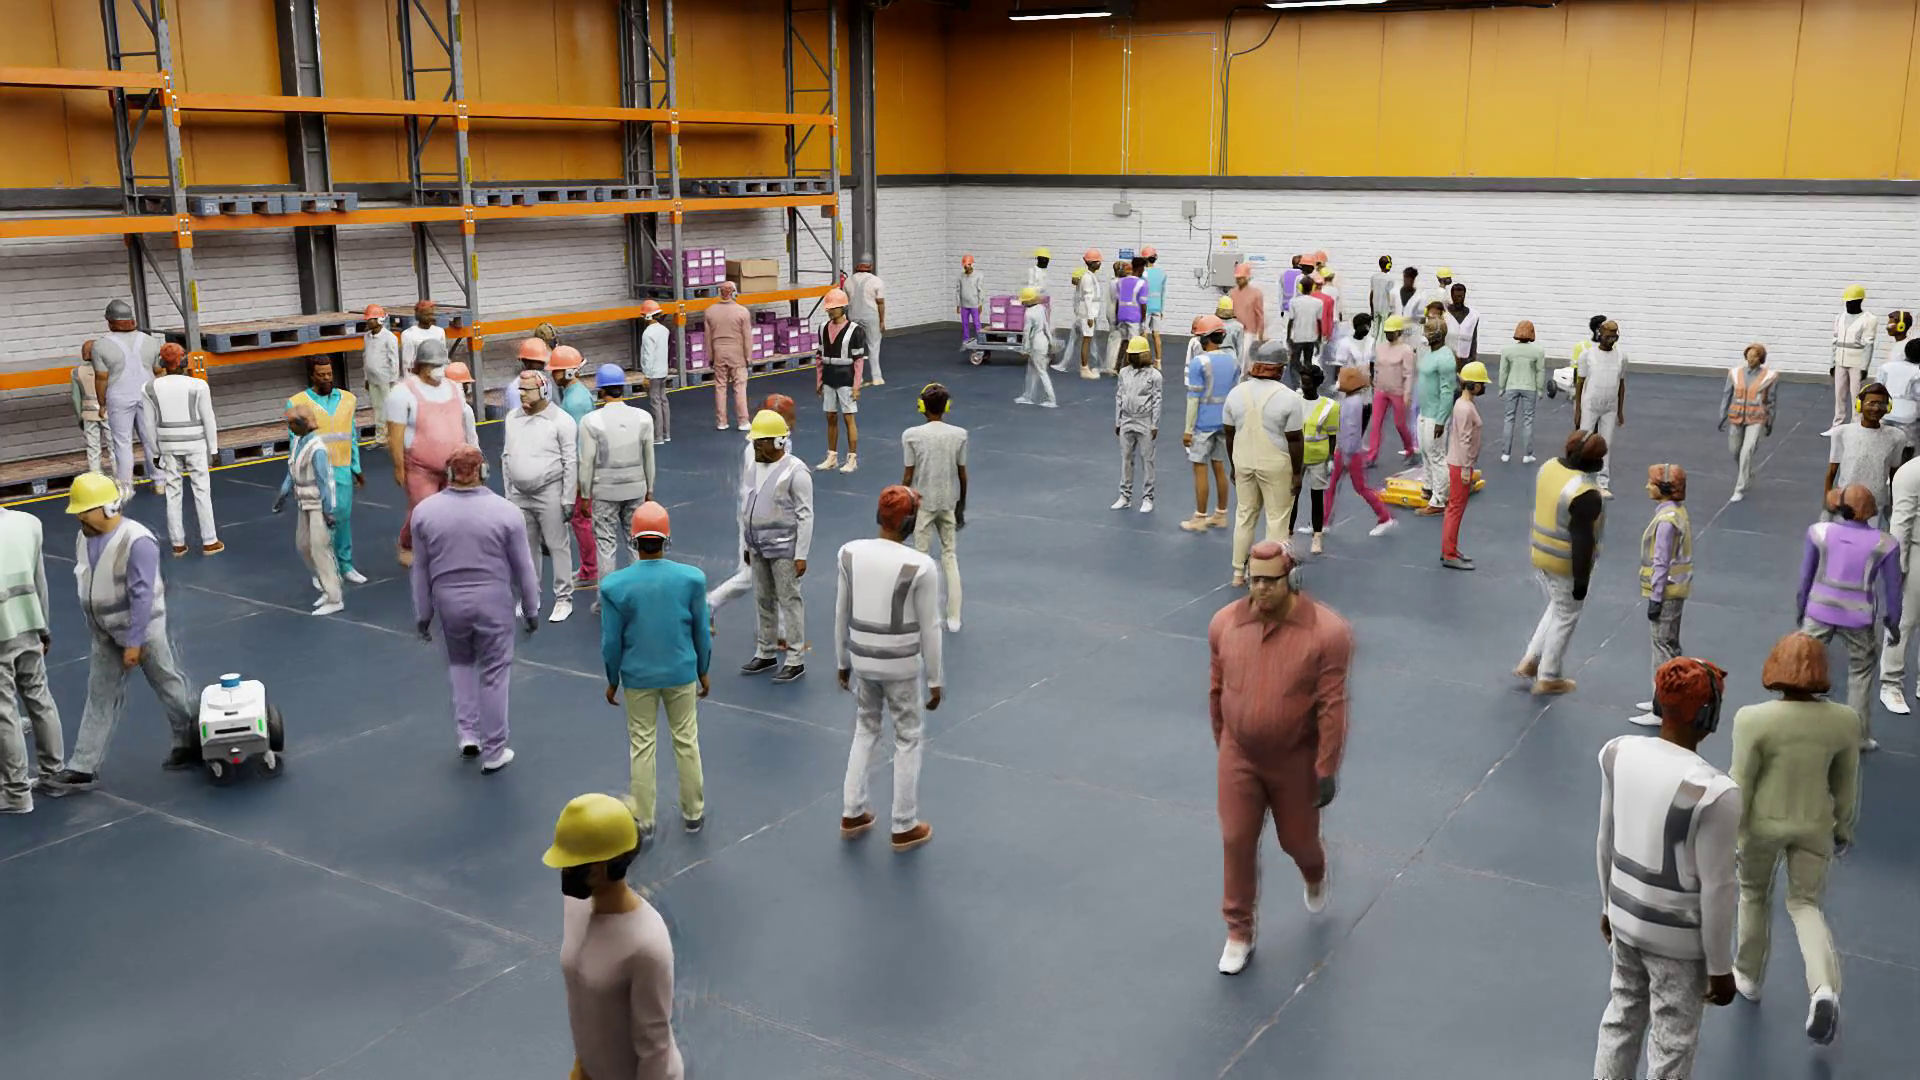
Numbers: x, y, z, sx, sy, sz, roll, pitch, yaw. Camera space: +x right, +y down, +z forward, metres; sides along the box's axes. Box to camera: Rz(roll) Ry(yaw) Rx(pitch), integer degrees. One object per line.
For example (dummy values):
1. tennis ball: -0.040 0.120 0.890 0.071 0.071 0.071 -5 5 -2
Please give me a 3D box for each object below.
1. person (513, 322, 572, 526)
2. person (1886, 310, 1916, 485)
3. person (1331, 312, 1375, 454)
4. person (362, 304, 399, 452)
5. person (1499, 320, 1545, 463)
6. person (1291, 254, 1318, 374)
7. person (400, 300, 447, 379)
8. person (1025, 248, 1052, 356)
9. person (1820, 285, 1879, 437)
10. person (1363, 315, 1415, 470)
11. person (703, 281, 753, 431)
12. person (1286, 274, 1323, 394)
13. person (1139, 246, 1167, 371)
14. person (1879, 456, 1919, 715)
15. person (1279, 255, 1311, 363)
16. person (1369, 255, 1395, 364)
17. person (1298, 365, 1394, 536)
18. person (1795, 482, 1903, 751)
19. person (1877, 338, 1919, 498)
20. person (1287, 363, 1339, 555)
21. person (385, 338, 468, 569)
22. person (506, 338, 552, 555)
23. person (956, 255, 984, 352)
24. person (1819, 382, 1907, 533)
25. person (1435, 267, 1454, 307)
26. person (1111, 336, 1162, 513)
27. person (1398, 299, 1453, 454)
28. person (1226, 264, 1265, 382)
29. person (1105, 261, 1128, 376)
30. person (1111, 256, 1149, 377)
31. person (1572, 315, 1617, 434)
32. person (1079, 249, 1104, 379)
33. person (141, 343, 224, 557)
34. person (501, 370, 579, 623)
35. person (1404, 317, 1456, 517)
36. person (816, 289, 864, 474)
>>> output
1. person: -3.877 -1.084 15.730 0.636 1.938 0.358 3 13 15
2. person: 10.034 -1.519 17.808 0.359 1.862 0.515 4 14 18
3. person: 4.618 -1.824 19.503 0.628 1.680 0.351 -5 14 -22
4. person: -6.909 -1.929 19.802 0.563 1.751 0.330 8 15 31
5. person: 6.434 -1.702 19.080 0.498 1.634 0.280 6 14 26
6. person: 5.547 -3.638 26.829 0.384 1.930 0.547 1 13 3
7. person: -6.093 -1.797 18.983 0.366 1.876 0.569 9 16 34
8. person: 1.377 -4.153 29.113 0.494 1.903 0.618 9 16 34
9. person: 11.018 -2.196 20.604 0.388 1.919 0.584 -5 14 -21
10. person: 4.877 -1.669 18.723 0.810 1.736 0.535 -12 17 -41
11. person: -2.931 -2.344 21.268 0.642 1.910 0.401 4 14 17
12. person: 4.814 -2.761 23.204 0.514 1.853 0.465 0 13 1
13. person: 3.068 -3.767 27.164 0.610 2.034 0.403 -7 15 -28
14. person: 6.143 0.151 10.442 0.636 1.910 0.406 -2 13 -9
15. person: 5.685 -3.888 28.119 0.624 1.841 0.430 12 18 42
16. person: 7.008 -3.776 27.558 0.328 1.872 0.513 -10 16 -36
17. person: 3.618 -0.819 15.334 0.845 1.597 0.503 0 13 -1
18. person: 5.172 0.467 9.696 0.589 1.622 0.437 9 16 34
19. person: 9.553 -1.234 16.979 0.402 1.662 0.571 -8 15 -32
20. person: 3.058 -0.714 14.662 0.529 1.695 0.321 6 14 24
21. person: -4.359 -0.671 13.718 0.685 2.000 0.705 11 17 40
22. person: -3.743 -0.822 14.628 0.496 1.921 0.554 7 15 26
23. person: 0.169 -4.256 29.929 0.565 1.740 0.359 7 15 29
24. person: 6.554 -0.216 12.109 0.514 1.876 0.328 4 13 16
25. person: 7.570 -3.401 26.152 0.302 1.772 0.530 3 13 11
26. person: 1.746 -1.143 16.420 0.487 1.742 0.301 8 15 31
27. person: 5.531 -1.903 19.508 0.553 1.853 0.517 -10 16 -36
28. person: 4.108 -3.052 24.290 0.640 1.933 1.068 12 18 42
29. person: 2.511 -3.546 26.650 0.341 1.839 0.501 -2 13 -9
30. person: 2.687 -3.482 26.159 0.493 1.936 0.640 -12 18 -42
31. person: 7.310 -1.746 19.169 0.553 1.685 0.454 -2 13 -7
32. person: 2.074 -3.571 26.287 0.383 2.045 0.605 2 13 7
33. person: -6.796 -0.786 14.563 0.576 1.883 0.355 -3 13 -11
34. person: -3.181 -0.331 12.532 0.639 1.910 0.407 5 14 21
35. person: 4.613 -1.197 16.219 0.356 1.938 0.638 0 13 0
36. person: -1.352 -1.750 18.397 0.607 2.042 0.383 8 15 31
